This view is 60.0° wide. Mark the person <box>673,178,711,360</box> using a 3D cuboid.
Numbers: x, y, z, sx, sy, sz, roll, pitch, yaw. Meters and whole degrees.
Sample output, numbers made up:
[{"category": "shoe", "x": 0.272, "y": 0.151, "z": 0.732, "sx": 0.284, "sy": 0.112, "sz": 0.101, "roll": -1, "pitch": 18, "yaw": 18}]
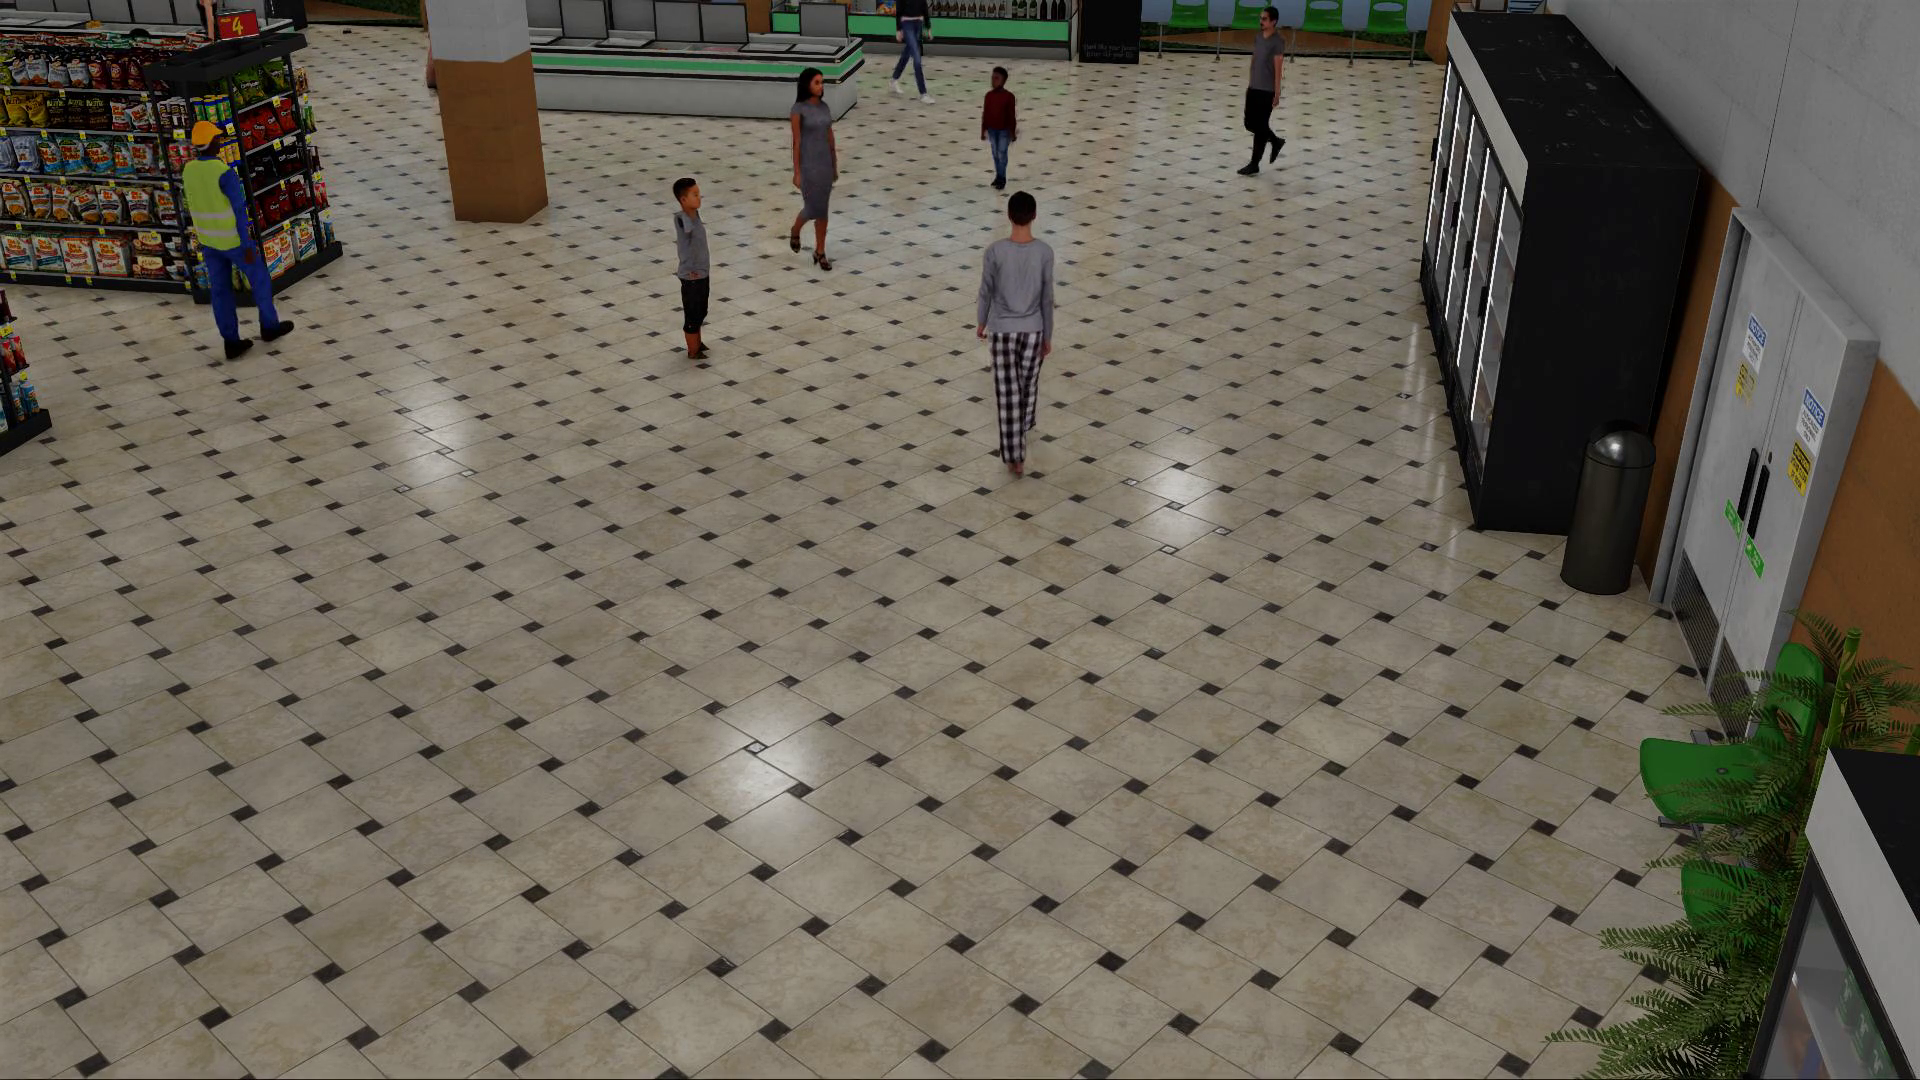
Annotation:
[{"category": "person", "x": -2.062, "y": -2.131, "z": 12.828, "sx": 0.534, "sy": 1.456, "sz": 0.588, "roll": 1, "pitch": 27, "yaw": 2}]

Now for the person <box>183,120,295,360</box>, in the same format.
[{"category": "person", "x": -5.676, "y": -2.268, "z": 12.723, "sx": 0.864, "sy": 1.797, "sz": 0.780, "roll": 6, "pitch": 28, "yaw": 13}]

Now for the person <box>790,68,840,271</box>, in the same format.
[{"category": "person", "x": -1.348, "y": -3.280, "z": 14.747, "sx": 0.804, "sy": 1.771, "sz": 0.875, "roll": -23, "pitch": 35, "yaw": -37}]

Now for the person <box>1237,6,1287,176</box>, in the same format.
[{"category": "person", "x": 3.316, "y": -4.800, "z": 17.783, "sx": 1.051, "sy": 1.736, "sz": 0.955, "roll": -15, "pitch": 30, "yaw": -27}]

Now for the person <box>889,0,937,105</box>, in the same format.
[{"category": "person", "x": -0.660, "y": -6.401, "z": 20.941, "sx": 1.169, "sy": 1.735, "sz": 1.252, "roll": -18, "pitch": 32, "yaw": -32}]

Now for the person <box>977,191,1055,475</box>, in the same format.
[{"category": "person", "x": 0.375, "y": -1.302, "z": 10.800, "sx": 1.116, "sy": 1.813, "sz": 0.917, "roll": -4, "pitch": 27, "yaw": -7}]

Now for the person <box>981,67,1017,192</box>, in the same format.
[{"category": "person", "x": 0.443, "y": -4.306, "z": 17.351, "sx": 0.618, "sy": 1.244, "sz": 0.668, "roll": 15, "pitch": 30, "yaw": 26}]
